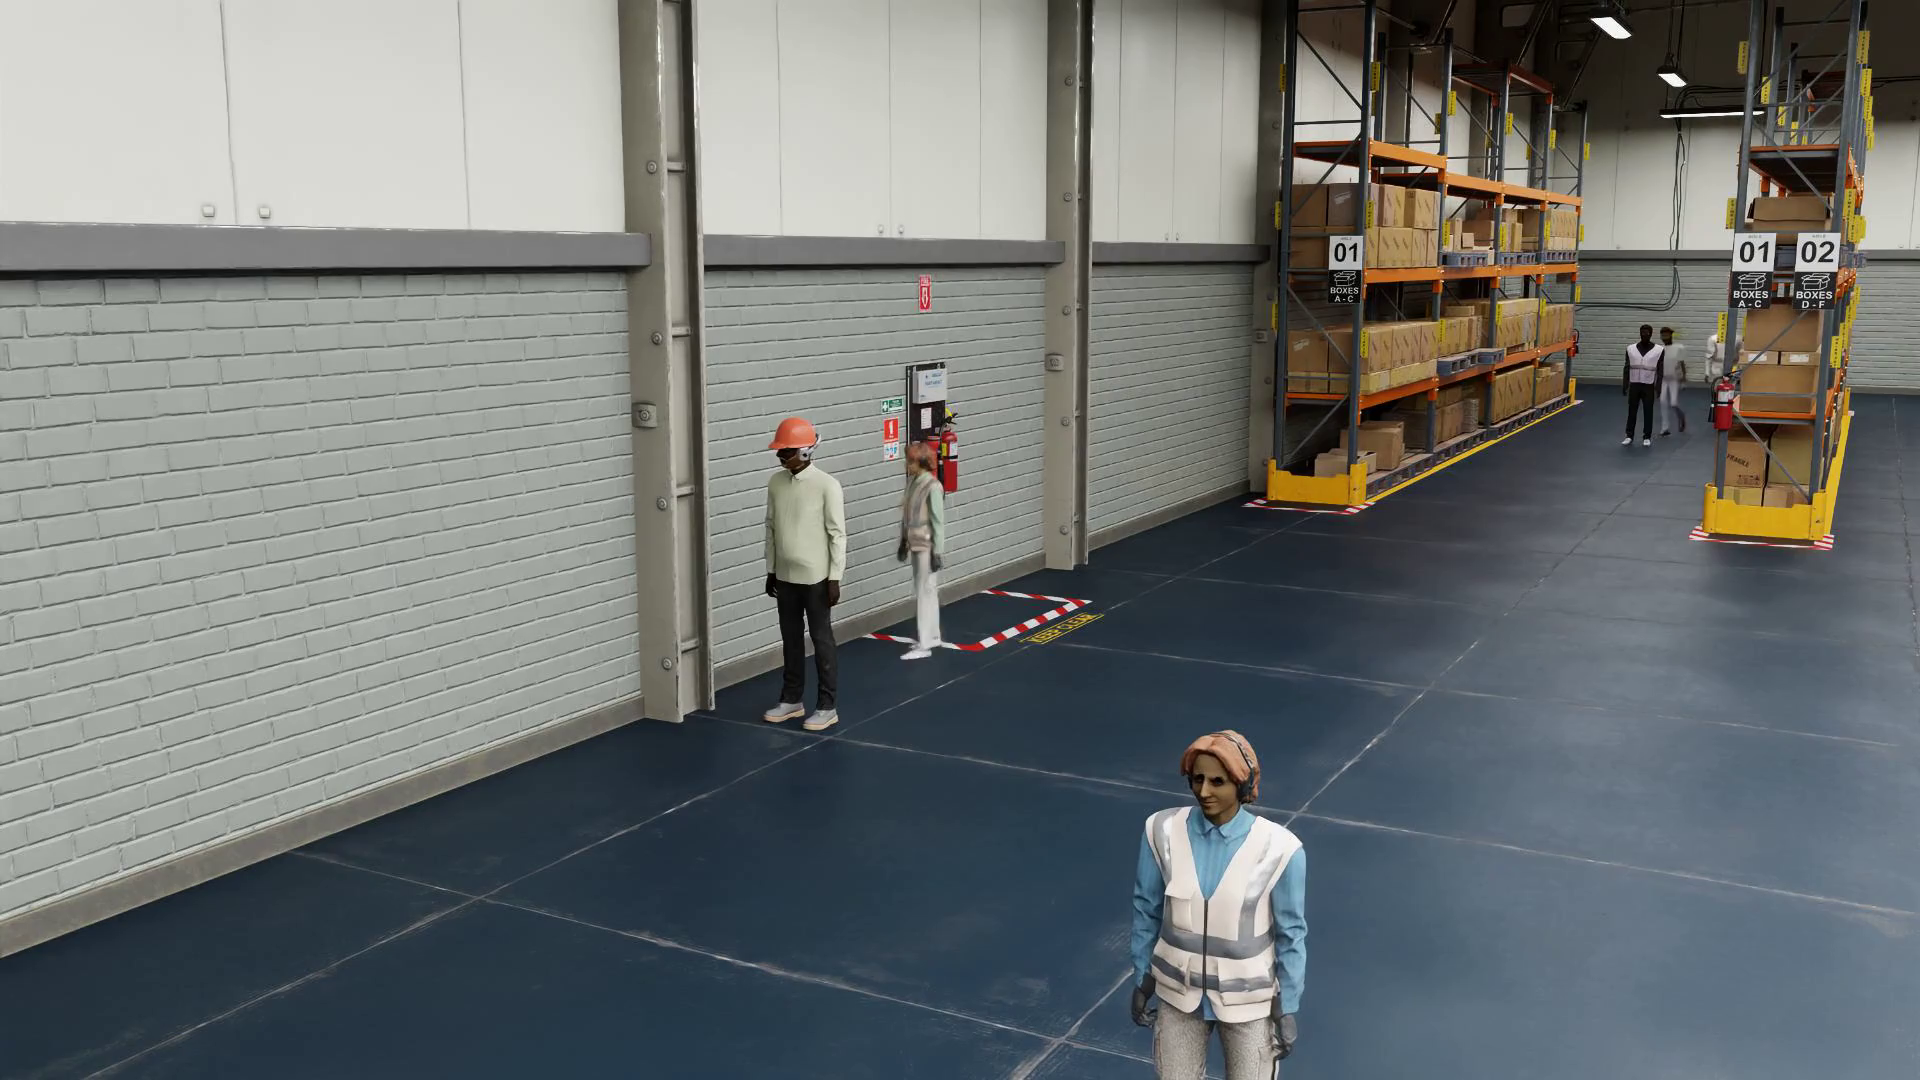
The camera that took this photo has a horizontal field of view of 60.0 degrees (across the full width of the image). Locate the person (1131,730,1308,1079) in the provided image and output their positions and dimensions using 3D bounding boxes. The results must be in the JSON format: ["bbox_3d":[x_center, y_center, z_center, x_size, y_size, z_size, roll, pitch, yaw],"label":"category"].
[{"bbox_3d":[0.749,1.354,4.887,0.522,1.640,0.305,5,11,25],"label":"person"}]

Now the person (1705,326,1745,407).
[{"bbox_3d":[13.230,-2.903,28.763,0.601,2.007,1.027,5,11,29],"label":"person"}]

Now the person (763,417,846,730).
[{"bbox_3d":[-1.005,0.210,10.548,0.619,1.990,0.391,7,12,36],"label":"person"}]

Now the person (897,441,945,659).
[{"bbox_3d":[-0.288,0.065,12.476,0.347,1.637,0.526,-4,10,-22],"label":"person"}]

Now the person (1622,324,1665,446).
[{"bbox_3d":[10.816,-2.454,26.364,0.596,1.918,0.386,6,12,32],"label":"person"}]

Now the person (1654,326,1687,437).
[{"bbox_3d":[11.837,-2.639,27.669,0.585,1.843,0.572,-8,13,-41],"label":"person"}]
